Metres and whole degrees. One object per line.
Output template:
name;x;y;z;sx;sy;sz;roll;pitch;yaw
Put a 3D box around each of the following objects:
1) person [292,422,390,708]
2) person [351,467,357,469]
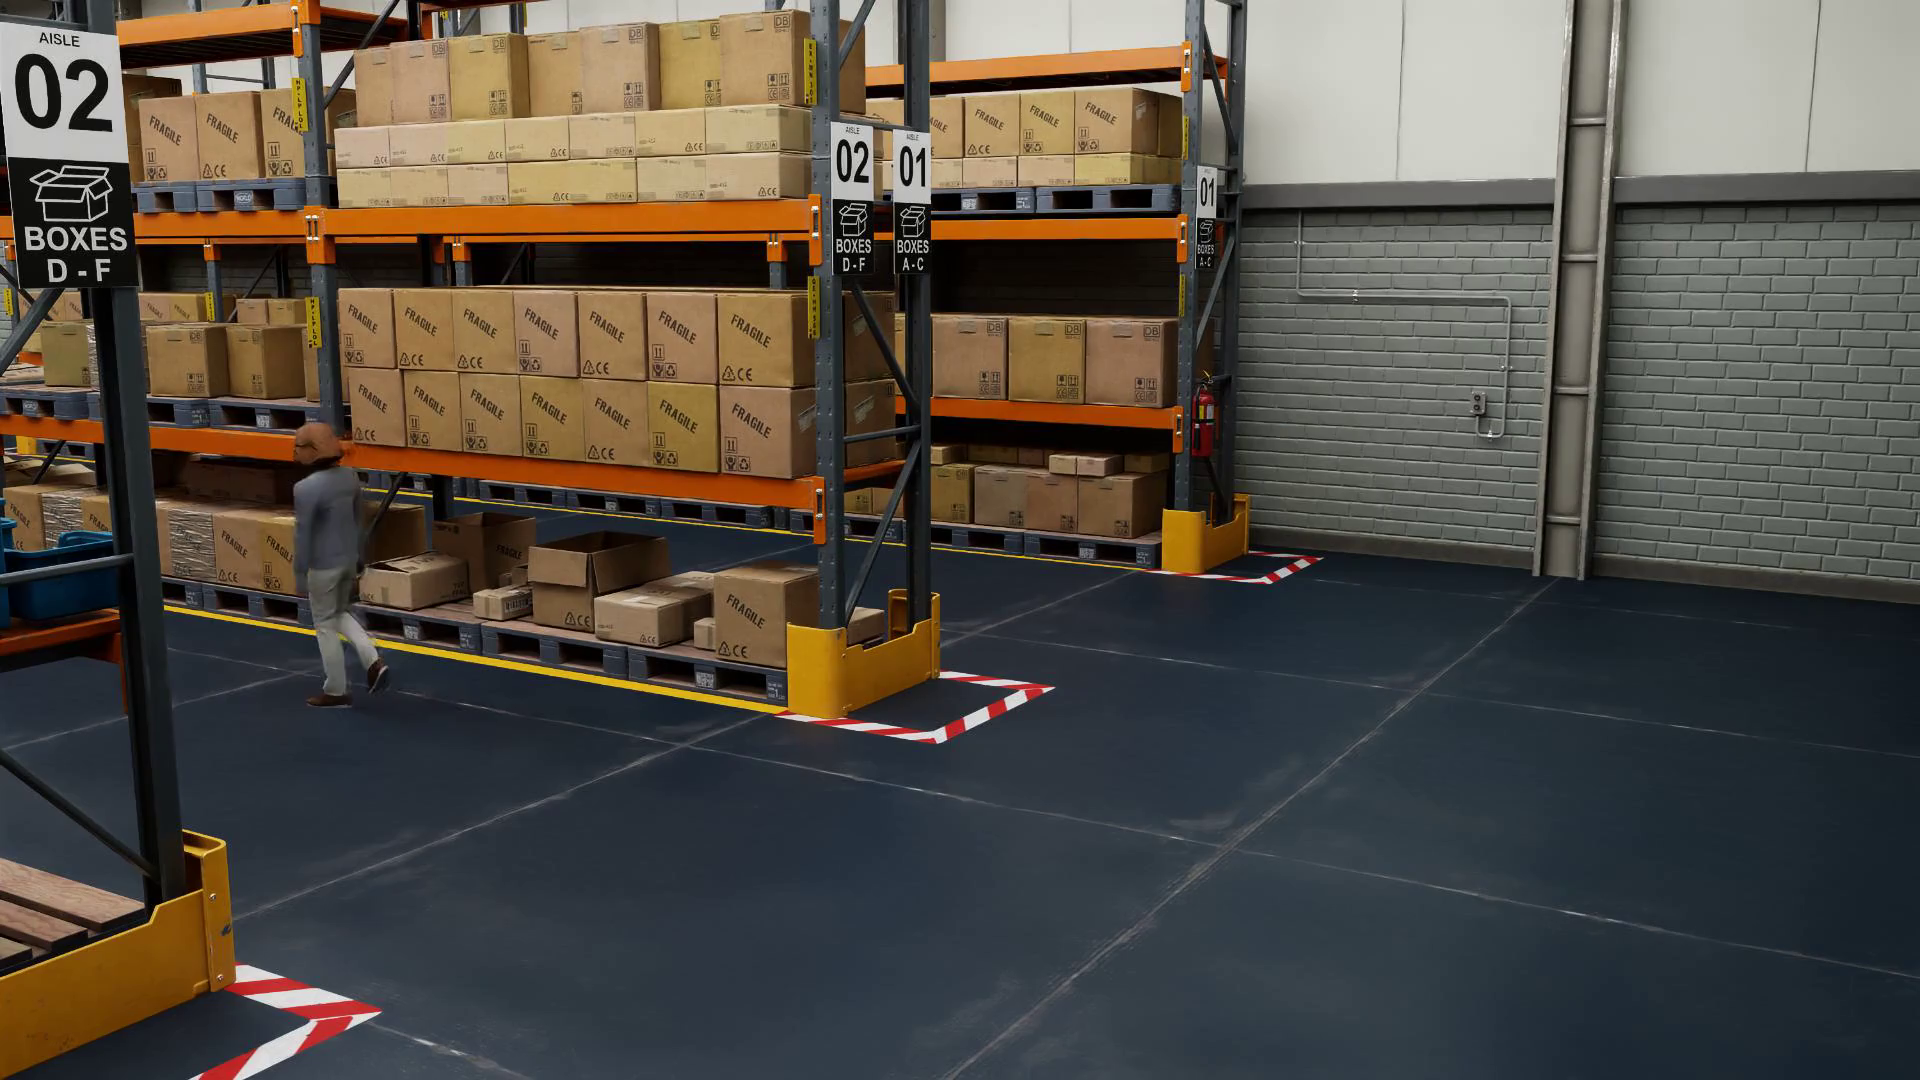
person;-3.493;0.149;9.273;0.403;1.618;0.528;3;10;18
person;-5.247;-0.787;13.762;0.367;1.966;0.606;9;13;42
